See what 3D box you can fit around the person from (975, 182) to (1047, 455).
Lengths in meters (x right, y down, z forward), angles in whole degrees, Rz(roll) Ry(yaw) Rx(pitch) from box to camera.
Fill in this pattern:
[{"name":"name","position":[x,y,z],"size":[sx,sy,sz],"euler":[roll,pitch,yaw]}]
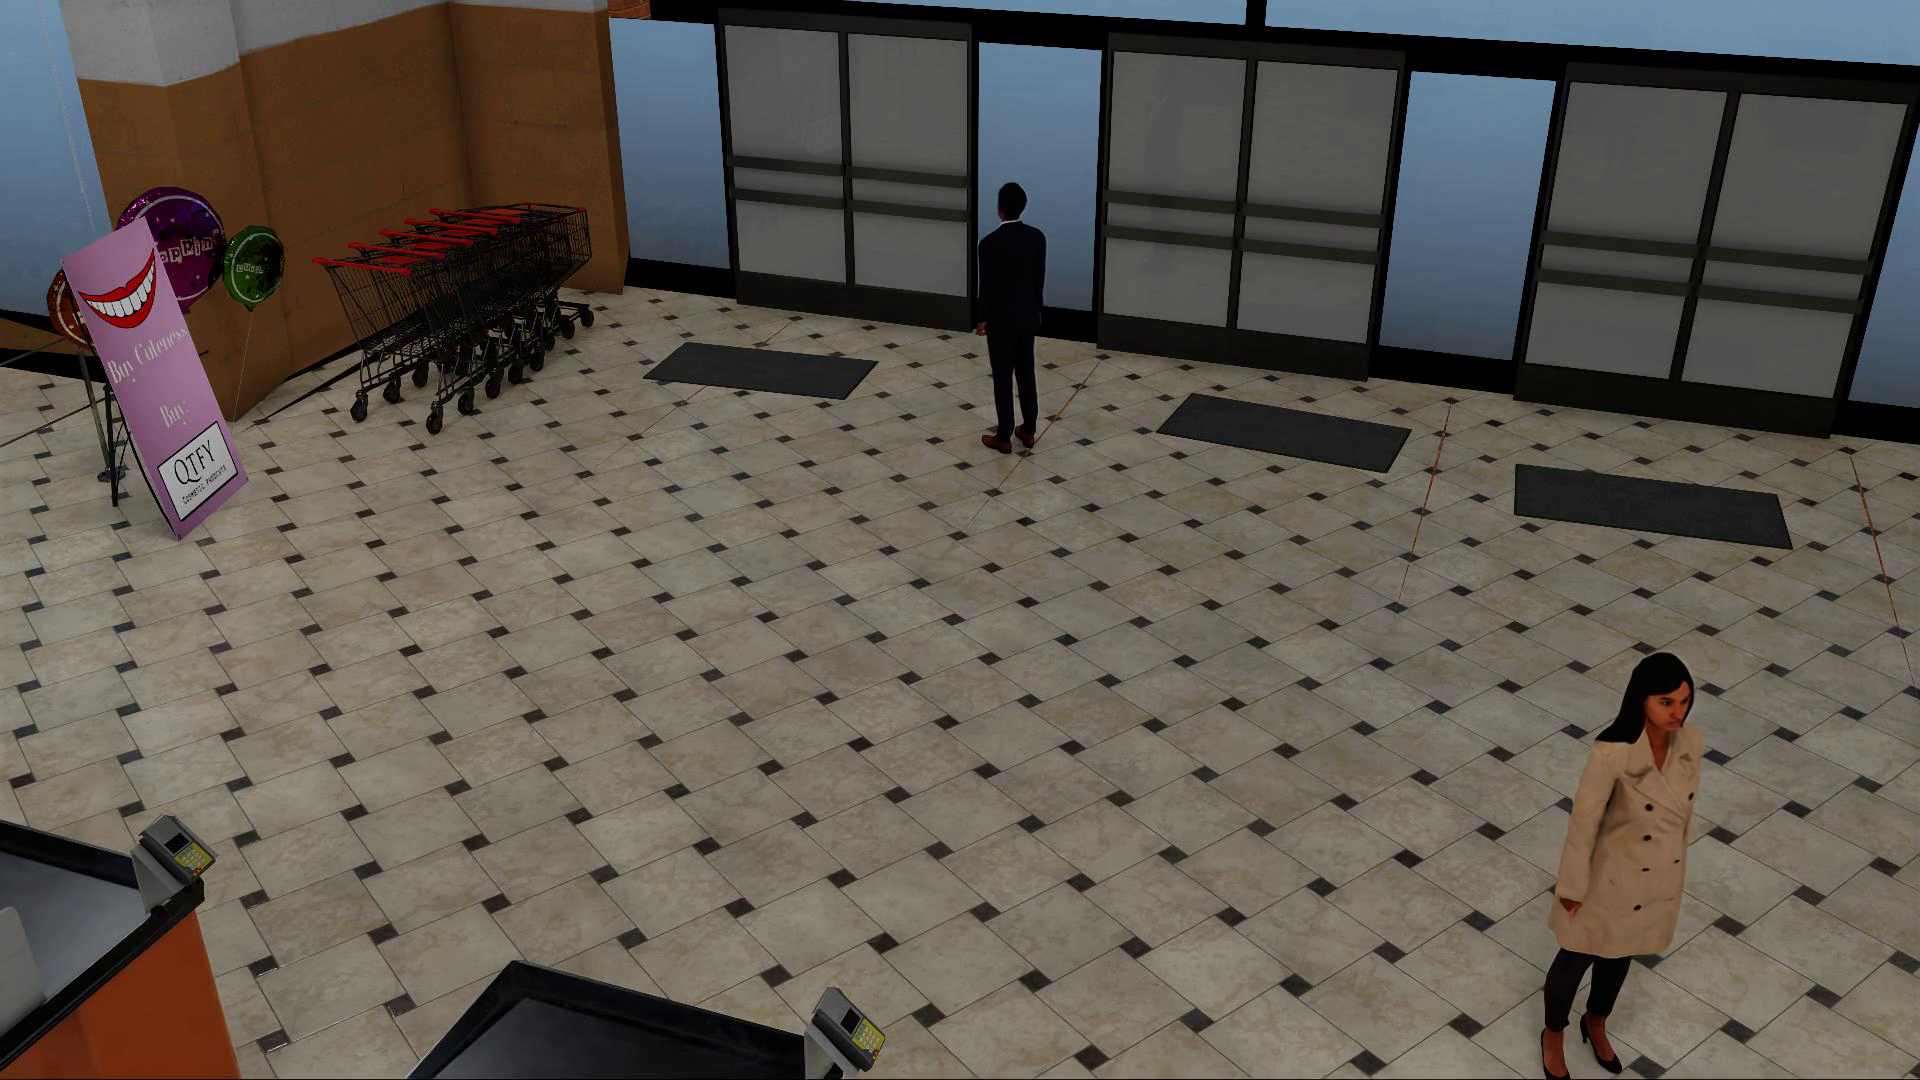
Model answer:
[{"name":"person","position":[0.323,-1.386,10.461],"size":[0.678,1.725,0.759],"euler":[-15,30,-27]}]

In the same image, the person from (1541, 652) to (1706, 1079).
[{"name":"person","position":[2.211,1.117,5.573],"size":[0.717,1.682,0.739],"euler":[-8,28,-15]}]
